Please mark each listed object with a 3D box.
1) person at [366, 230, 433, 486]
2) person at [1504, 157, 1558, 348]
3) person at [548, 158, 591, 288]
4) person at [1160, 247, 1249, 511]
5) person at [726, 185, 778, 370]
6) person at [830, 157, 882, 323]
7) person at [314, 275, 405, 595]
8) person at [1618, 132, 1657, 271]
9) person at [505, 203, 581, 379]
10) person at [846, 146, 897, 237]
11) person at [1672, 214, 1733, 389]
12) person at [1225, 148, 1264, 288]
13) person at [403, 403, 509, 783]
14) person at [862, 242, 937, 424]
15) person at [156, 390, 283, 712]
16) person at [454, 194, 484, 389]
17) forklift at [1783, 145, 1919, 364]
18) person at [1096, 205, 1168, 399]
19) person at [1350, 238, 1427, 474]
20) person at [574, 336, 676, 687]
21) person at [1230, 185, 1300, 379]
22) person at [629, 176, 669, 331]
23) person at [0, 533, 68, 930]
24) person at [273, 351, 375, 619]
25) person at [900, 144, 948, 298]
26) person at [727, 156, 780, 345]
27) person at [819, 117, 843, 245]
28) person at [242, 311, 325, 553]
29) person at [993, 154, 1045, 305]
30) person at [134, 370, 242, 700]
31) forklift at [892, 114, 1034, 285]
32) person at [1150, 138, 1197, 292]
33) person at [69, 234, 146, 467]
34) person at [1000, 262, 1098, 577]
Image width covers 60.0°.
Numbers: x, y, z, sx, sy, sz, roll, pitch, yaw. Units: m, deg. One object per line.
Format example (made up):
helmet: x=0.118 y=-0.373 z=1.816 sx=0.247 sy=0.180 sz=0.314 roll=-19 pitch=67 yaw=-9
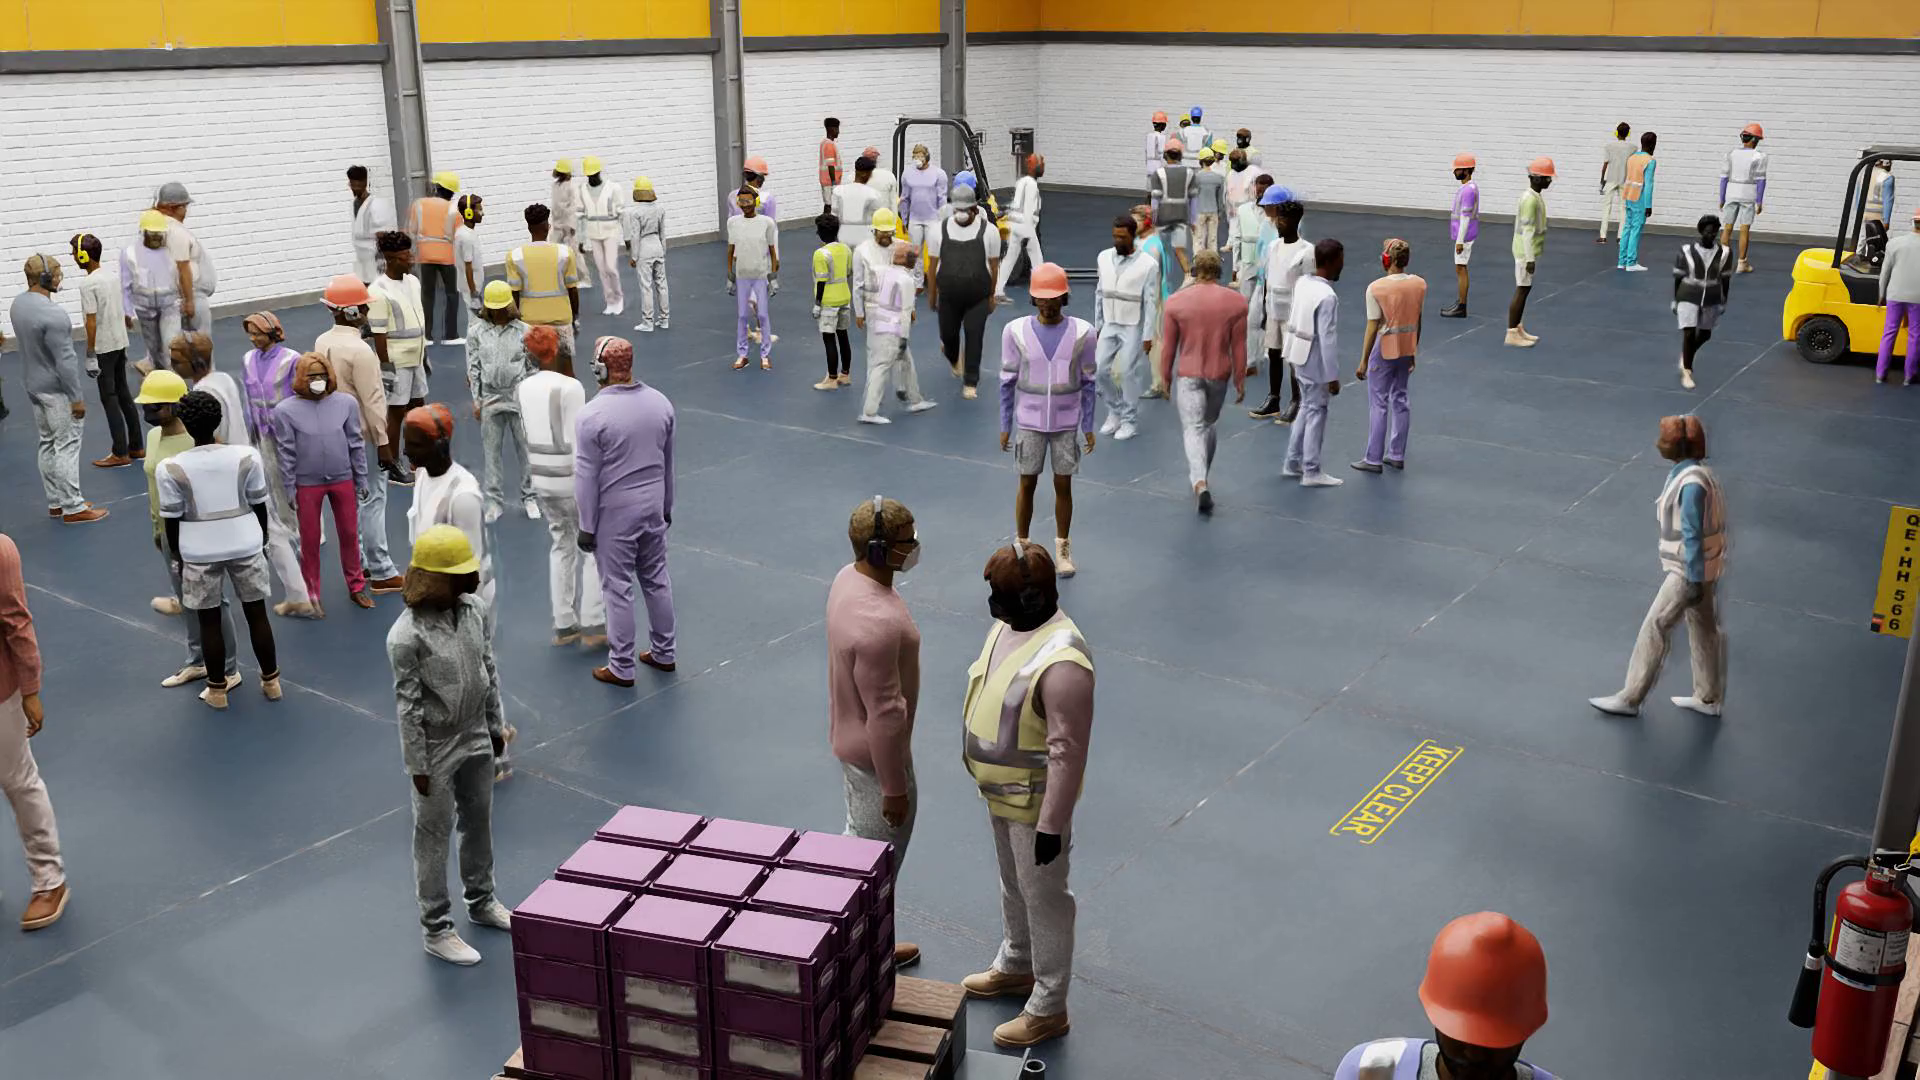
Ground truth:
person: x=-4.272 y=-1.392 z=12.755 sx=0.370 sy=1.958 sz=0.598 roll=4 pitch=18 yaw=13
person: x=6.179 y=-3.110 z=17.993 sx=0.390 sy=2.036 sz=0.611 roll=8 pitch=19 yaw=22
person: x=-5.230 y=-4.105 z=21.673 sx=0.564 sy=1.688 sz=0.693 roll=12 pitch=22 yaw=34
person: x=1.797 y=-1.187 z=12.228 sx=0.631 sy=1.897 sz=0.973 roll=0 pitch=18 yaw=-1
person: x=-2.102 y=-2.648 z=16.817 sx=0.532 sy=1.868 sz=0.310 roll=1 pitch=18 yaw=4
person: x=-1.225 y=-3.482 z=19.333 sx=0.690 sy=1.934 sz=0.458 roll=4 pitch=18 yaw=12
person: x=-3.735 y=-0.651 z=10.366 sx=0.611 sy=1.996 sz=0.379 roll=15 pitch=23 yaw=39
person: x=9.486 y=-4.734 z=23.281 sx=0.397 sy=1.911 sz=0.587 roll=-2 pitch=18 yaw=-7
person: x=-3.579 y=-1.912 z=14.374 sx=0.605 sy=1.956 sz=0.373 roll=-5 pitch=18 yaw=-15
person: x=-1.107 y=-3.972 z=20.896 sx=0.642 sy=1.909 sz=0.399 roll=-2 pitch=18 yaw=-8
person: x=7.192 y=-2.353 z=16.222 sx=0.531 sy=1.678 sz=0.690 roll=3 pitch=18 yaw=8
person: x=3.813 y=-4.256 z=21.956 sx=0.646 sy=1.806 sz=0.699 roll=-13 pitch=22 yaw=-36
person: x=-2.352 y=0.284 z=7.641 sx=0.418 sy=1.869 sz=0.604 roll=-13 pitch=22 yaw=-35
person: x=-0.531 y=-1.846 z=14.775 sx=0.884 sy=1.569 sz=0.524 roll=-8 pitch=19 yaw=-23
person: x=-3.840 y=0.057 z=8.649 sx=0.533 sy=1.695 sz=0.321 roll=-11 pitch=21 yaw=-30
person: x=-4.676 y=-2.389 z=16.024 sx=0.331 sy=1.864 sz=0.505 roll=-5 pitch=18 yaw=-15
forklift: x=9.803 y=-2.879 z=17.013 sx=2.313 sy=2.155 sz=1.214 roll=12 pitch=21 yaw=33
person: x=1.604 y=-2.181 z=15.447 sx=0.840 sy=1.813 sz=0.585 roll=-6 pitch=19 yaw=-19
person: x=3.381 y=-1.435 z=13.064 sx=0.566 sy=1.842 sz=0.387 roll=-10 pitch=20 yaw=-28
person: x=-1.812 y=-0.155 z=8.986 sx=0.398 sy=1.900 sz=0.636 roll=13 pitch=22 yaw=35
person: x=3.182 y=-2.530 z=16.418 sx=0.944 sy=1.921 sz=0.610 roll=-7 pitch=19 yaw=-21
person: x=-3.548 y=-3.254 z=18.916 sx=0.293 sy=1.745 sz=0.486 roll=14 pitch=23 yaw=38
person: x=-3.913 y=0.598 z=6.494 sx=0.626 sy=1.980 sz=0.411 roll=-2 pitch=18 yaw=-7
person: x=-3.805 y=-0.334 z=9.978 sx=0.498 sy=1.626 sz=0.289 roll=-12 pitch=21 yaw=-32
person: x=-0.461 y=-4.039 z=21.080 sx=0.636 sy=1.928 sz=0.385 roll=7 pitch=19 yaw=20
person: x=-2.220 y=-3.145 z=18.117 sx=0.611 sy=2.032 sz=0.411 roll=10 pitch=20 yaw=28
person: x=-1.984 y=-5.512 z=25.618 sx=0.366 sy=1.966 sz=0.603 roll=-4 pitch=18 yaw=-13
person: x=-4.577 y=-0.733 z=11.215 sx=0.524 sy=1.631 sz=0.319 roll=7 pitch=19 yaw=20
person: x=0.843 y=-3.821 z=20.538 sx=0.987 sy=1.821 sz=0.582 roll=-5 pitch=18 yaw=-16
person: x=-4.098 y=-0.029 z=8.788 sx=0.523 sy=1.772 sz=0.308 roll=12 pitch=21 yaw=32
forklift: x=-0.171 y=-4.594 z=22.377 sx=2.313 sy=2.155 sz=1.214 roll=1 pitch=18 yaw=3
person: x=2.710 y=-4.045 z=20.986 sx=0.653 sy=2.003 sz=0.906 roll=-4 pitch=18 yaw=-11
person: x=-6.819 y=-1.507 z=13.274 sx=0.337 sy=1.858 sz=0.523 roll=1 pitch=18 yaw=2
person: x=0.560 y=-0.747 z=10.590 sx=0.615 sy=2.040 sz=0.391 roll=1 pitch=18 yaw=2
